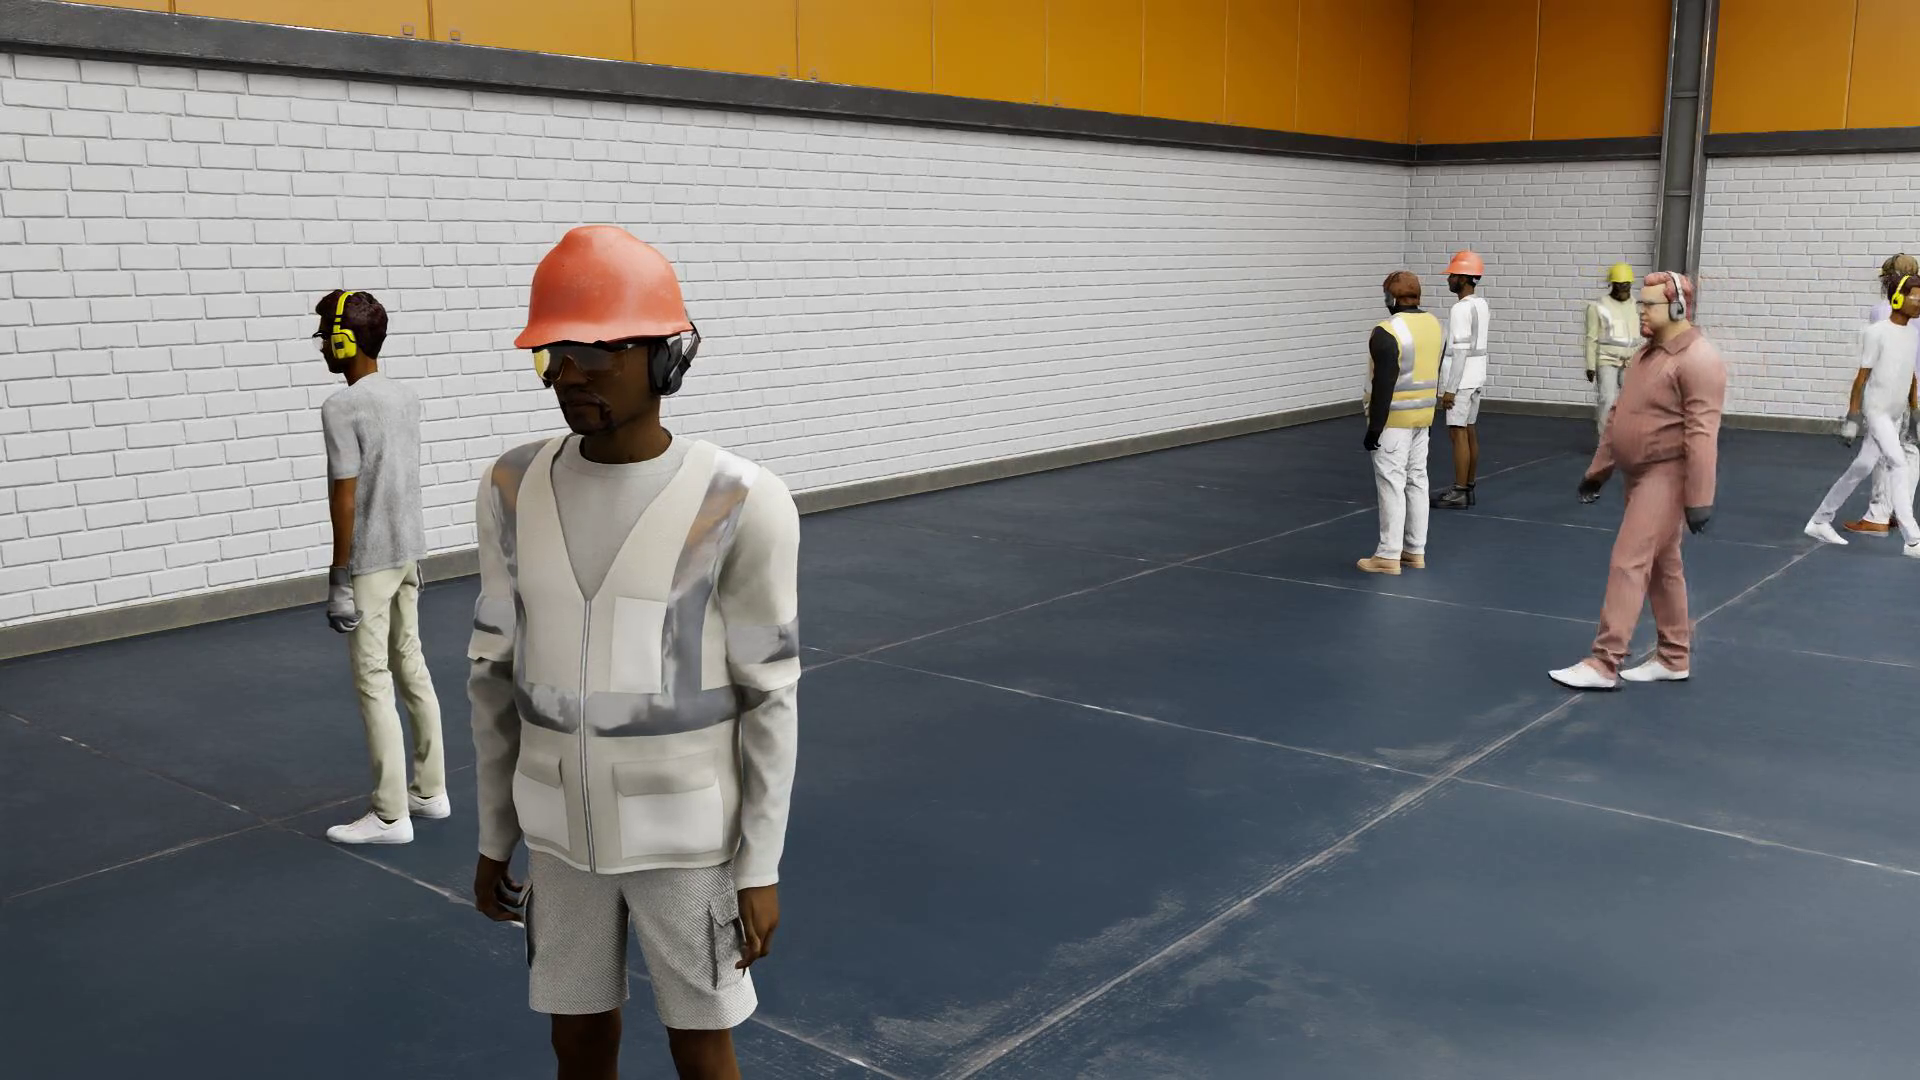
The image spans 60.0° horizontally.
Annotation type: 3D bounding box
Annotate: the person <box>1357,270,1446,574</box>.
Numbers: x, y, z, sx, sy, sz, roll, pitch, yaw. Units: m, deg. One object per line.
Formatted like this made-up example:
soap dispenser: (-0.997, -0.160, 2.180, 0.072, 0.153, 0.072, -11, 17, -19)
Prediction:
person: (2.672, -0.714, 10.148, 0.633, 1.839, 0.429, -9, 13, -40)

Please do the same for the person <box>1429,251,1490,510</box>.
person: (3.770, -1.197, 12.538, 0.354, 1.942, 0.545, 6, 12, 32)

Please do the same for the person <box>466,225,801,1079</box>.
person: (-0.572, 0.498, 2.865, 0.608, 2.044, 0.370, 3, 11, 15)

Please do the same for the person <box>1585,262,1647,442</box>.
person: (6.105, -1.669, 15.496, 0.621, 1.816, 0.448, -2, 10, -10)

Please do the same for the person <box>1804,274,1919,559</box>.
person: (6.000, -0.811, 10.797, 0.536, 1.812, 0.999, -7, 12, -34)

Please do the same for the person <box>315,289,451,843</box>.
person: (-1.970, 0.097, 5.620, 0.317, 1.854, 0.516, 2, 10, 12)

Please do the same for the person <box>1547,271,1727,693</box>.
person: (2.999, -0.253, 7.494, 0.792, 1.880, 0.651, 0, 10, 3)

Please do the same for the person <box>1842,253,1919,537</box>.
person: (6.392, -0.989, 11.404, 0.630, 1.937, 0.373, -6, 12, -28)
